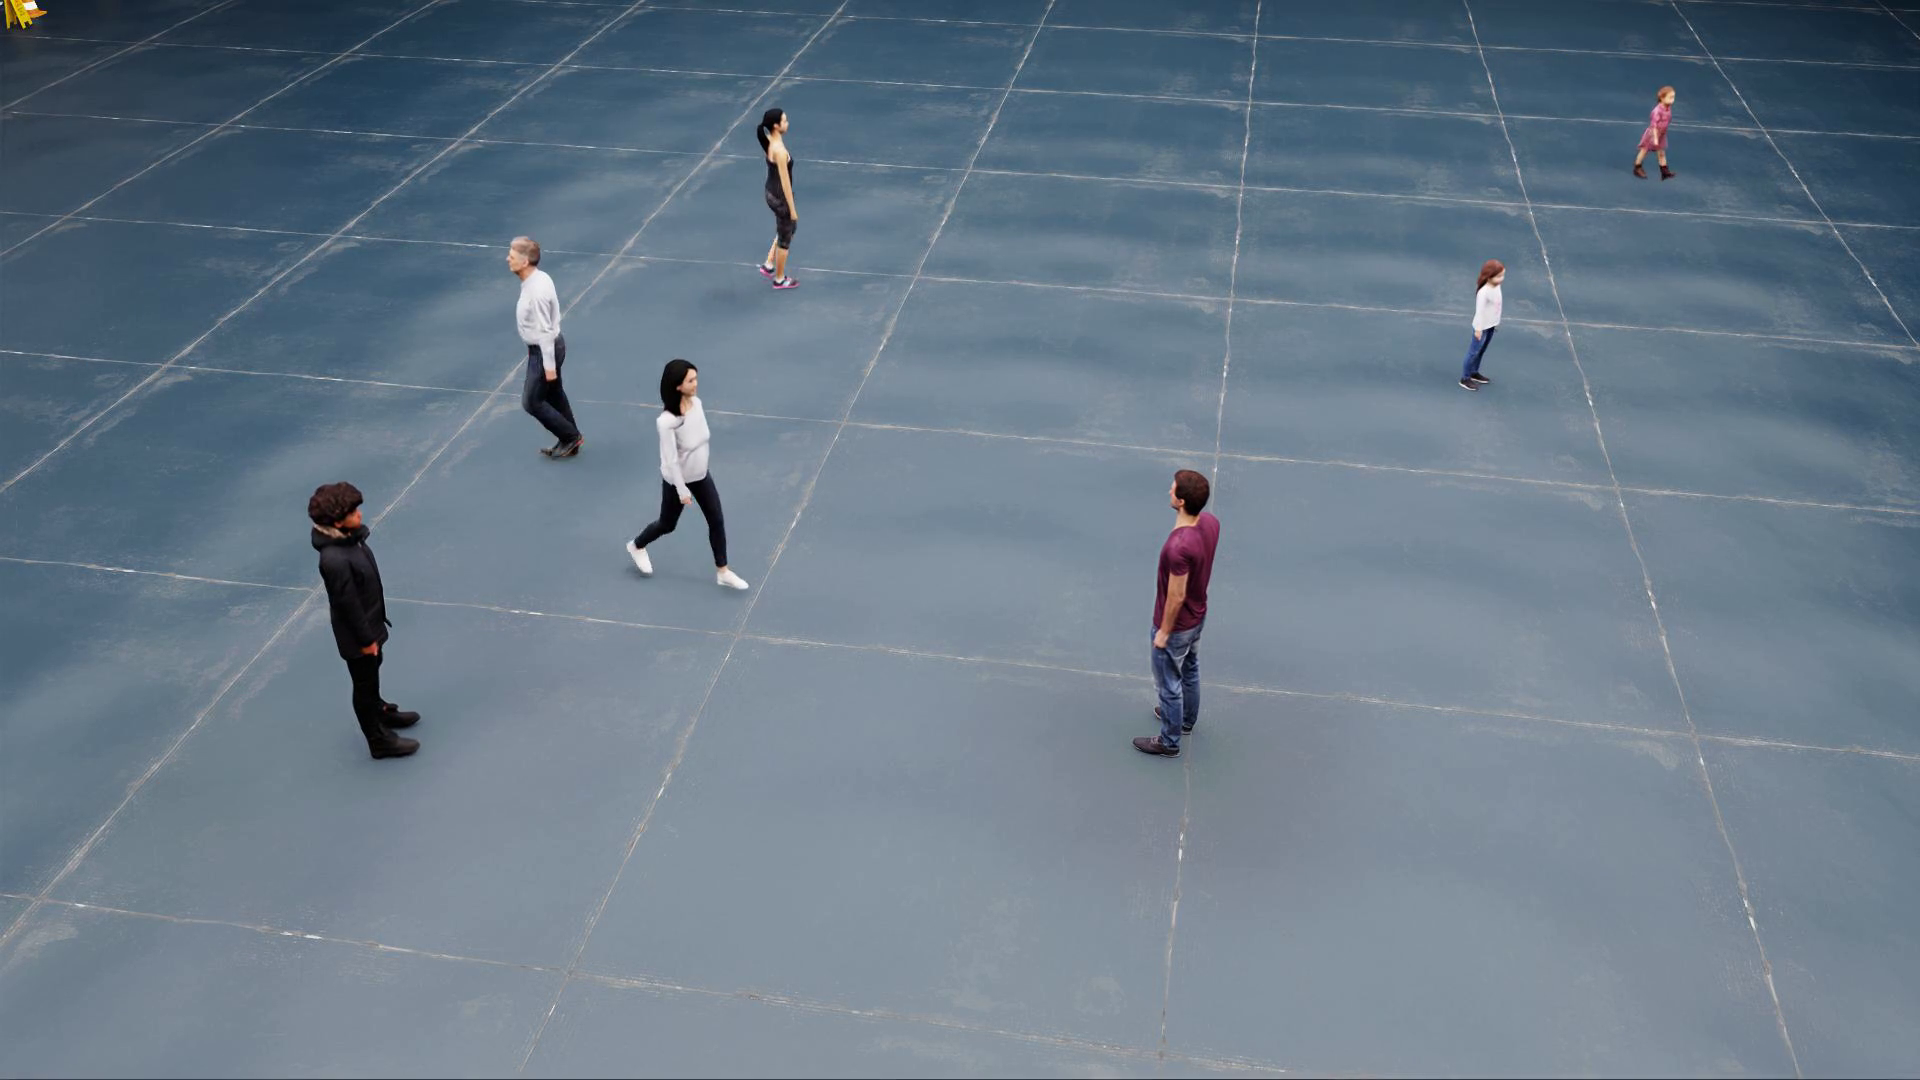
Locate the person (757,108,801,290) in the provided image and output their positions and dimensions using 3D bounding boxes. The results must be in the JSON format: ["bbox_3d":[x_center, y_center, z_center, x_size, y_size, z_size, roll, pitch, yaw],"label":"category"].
[{"bbox_3d":[-1.738,-3.094,15.238,0.774,1.715,0.717,-13,35,-20],"label":"person"}]

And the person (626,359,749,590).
[{"bbox_3d":[-1.911,-0.420,11.048,1.193,1.664,0.850,17,36,24],"label":"person"}]

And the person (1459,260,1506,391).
[{"bbox_3d":[4.333,-1.800,13.751,0.578,1.112,0.530,26,41,35],"label":"person"}]

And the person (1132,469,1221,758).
[{"bbox_3d":[1.268,0.417,9.541,0.679,1.855,0.724,17,36,25],"label":"person"}]

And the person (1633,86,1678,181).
[{"bbox_3d":[7.488,-4.403,17.981,0.708,1.002,0.746,-18,36,-26],"label":"person"}]

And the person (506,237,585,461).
[{"bbox_3d":[-3.038,-1.420,12.498,0.796,1.808,0.781,-9,33,-13],"label":"person"}]

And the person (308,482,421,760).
[{"bbox_3d":[-3.465,0.459,9.551,0.710,1.773,0.708,-7,33,-12],"label":"person"}]
